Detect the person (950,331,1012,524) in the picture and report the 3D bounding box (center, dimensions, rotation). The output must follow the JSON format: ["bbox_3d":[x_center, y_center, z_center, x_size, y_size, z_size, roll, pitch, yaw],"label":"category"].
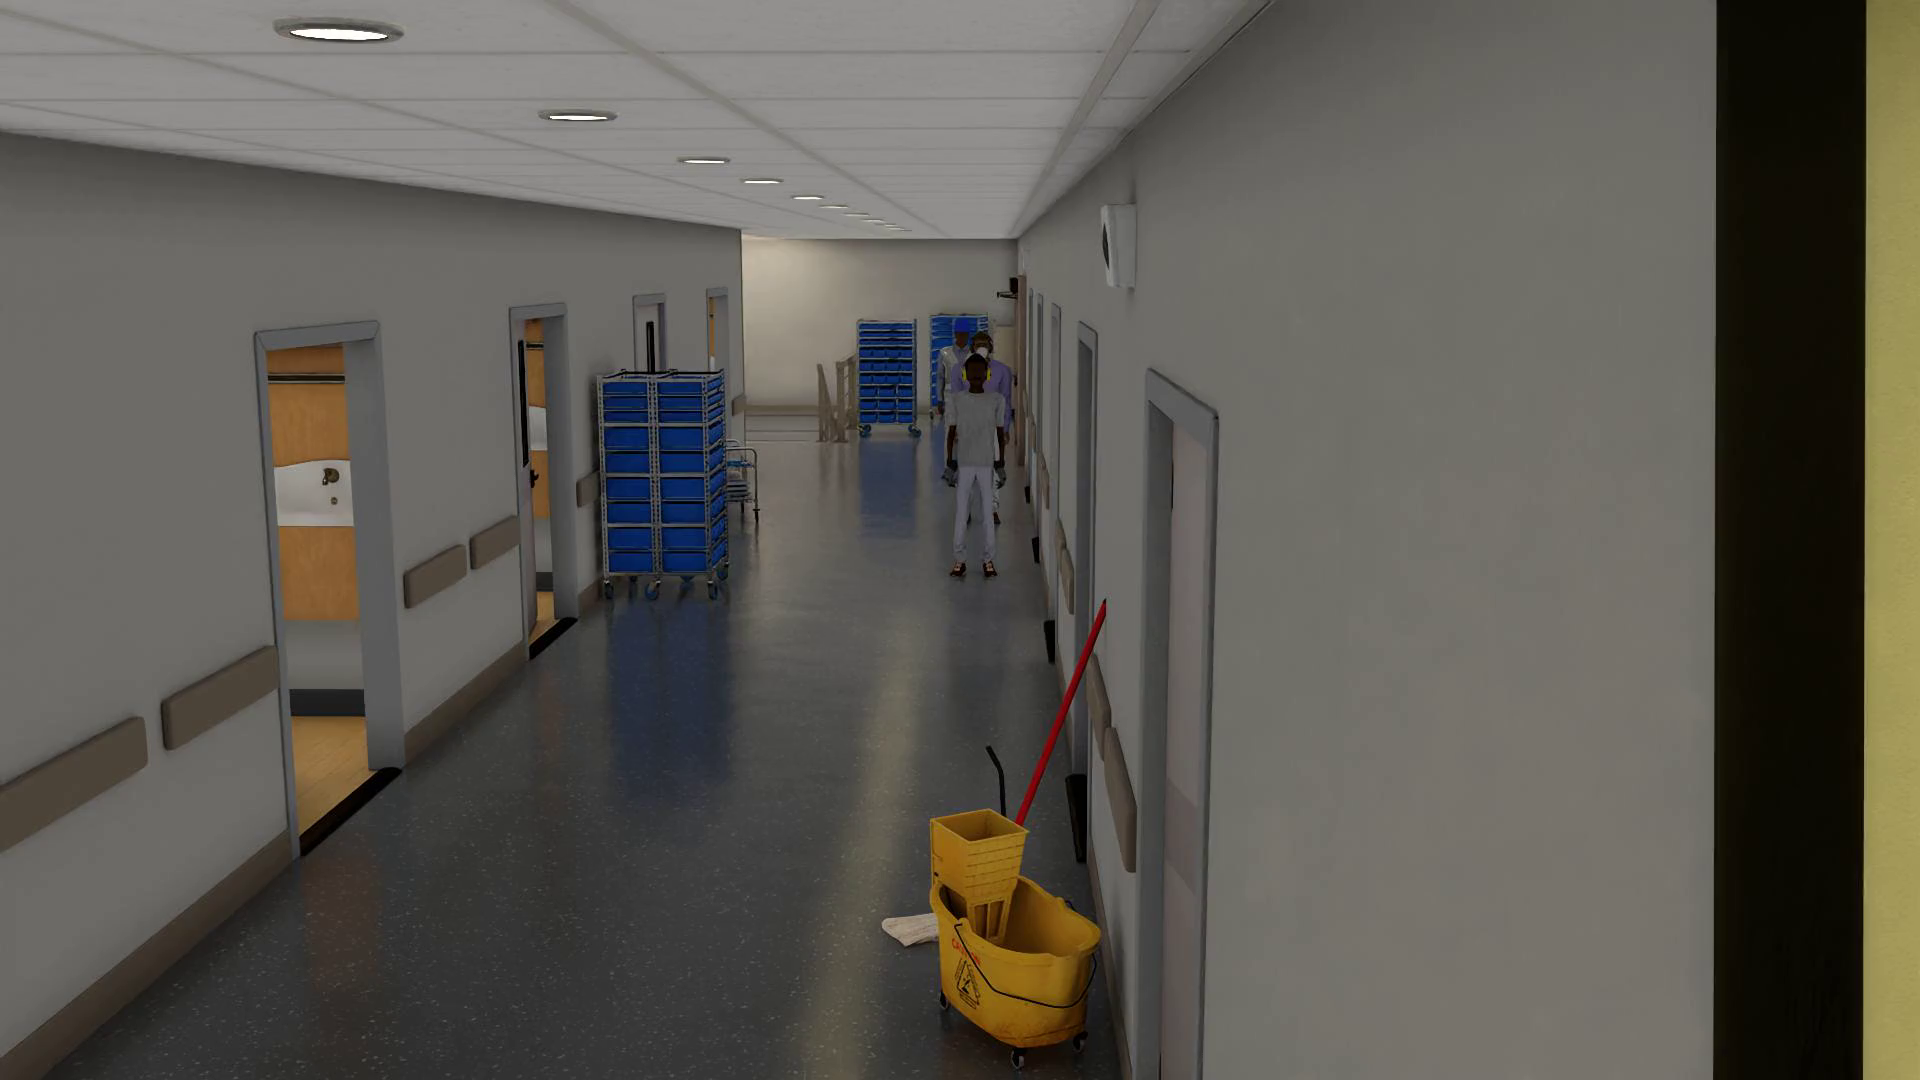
[{"bbox_3d":[0.207,-1.119,16.675,0.631,1.940,0.370,0,9,1],"label":"person"}]

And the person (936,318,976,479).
[{"bbox_3d":[0.013,-1.708,20.164,0.607,1.951,0.380,0,9,1],"label":"person"}]

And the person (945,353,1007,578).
[{"bbox_3d":[0.132,-0.617,13.860,0.520,1.876,0.326,0,9,1],"label":"person"}]
